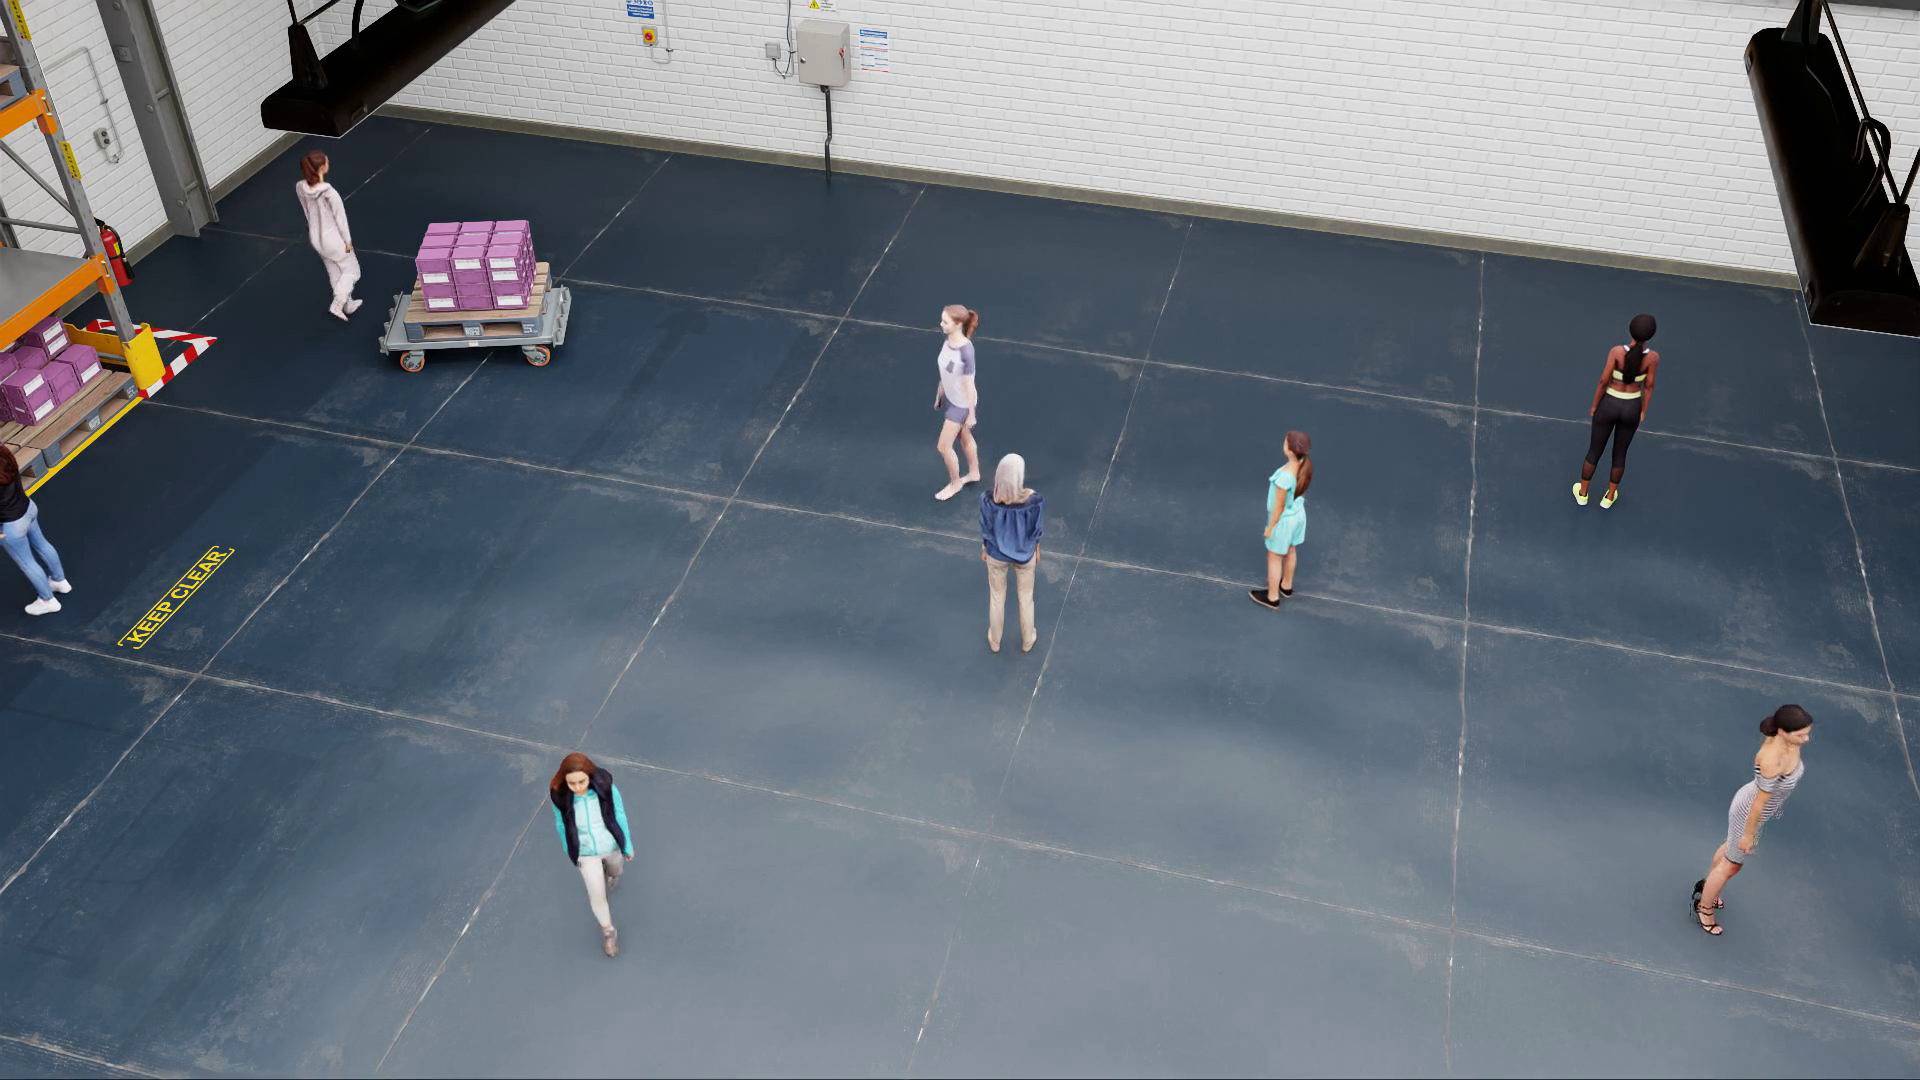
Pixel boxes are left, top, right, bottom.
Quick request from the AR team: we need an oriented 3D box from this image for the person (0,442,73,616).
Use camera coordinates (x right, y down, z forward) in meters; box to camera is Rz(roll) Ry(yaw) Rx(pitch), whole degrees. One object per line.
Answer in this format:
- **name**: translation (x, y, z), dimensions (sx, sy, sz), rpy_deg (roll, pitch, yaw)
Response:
- **person**: translation (-7.018, -0.180, 12.323), dimensions (0.759, 1.632, 0.609), rpy_deg (-2, 39, -3)

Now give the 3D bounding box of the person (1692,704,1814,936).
- **person**: translation (4.706, 1.628, 9.907), dimensions (0.750, 1.823, 0.604), rpy_deg (23, 44, 26)

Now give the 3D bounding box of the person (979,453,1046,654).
- **person**: translation (0.365, 0.103, 11.916), dimensions (0.667, 1.698, 0.641), rpy_deg (1, 39, 1)

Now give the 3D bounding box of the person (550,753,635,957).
- **person**: translation (-2.180, 1.772, 10.005), dimensions (0.871, 1.476, 1.019), rpy_deg (-12, 40, -15)

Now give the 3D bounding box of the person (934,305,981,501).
- **person**: translation (0.077, -1.132, 13.422), dimensions (0.819, 1.749, 0.763), rpy_deg (-13, 40, -15)

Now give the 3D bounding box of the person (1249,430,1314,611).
- **person**: translation (2.424, -0.166, 12.365), dimensions (0.617, 1.558, 0.702), rpy_deg (-31, 48, -33)

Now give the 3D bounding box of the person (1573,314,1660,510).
- **person**: translation (5.259, -1.024, 13.284), dimensions (0.563, 1.754, 0.492), rpy_deg (10, 40, 12)

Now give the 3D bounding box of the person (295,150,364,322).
- **person**: translation (-5.948, -2.795, 15.565), dimensions (0.650, 1.674, 0.807), rpy_deg (13, 40, 16)
